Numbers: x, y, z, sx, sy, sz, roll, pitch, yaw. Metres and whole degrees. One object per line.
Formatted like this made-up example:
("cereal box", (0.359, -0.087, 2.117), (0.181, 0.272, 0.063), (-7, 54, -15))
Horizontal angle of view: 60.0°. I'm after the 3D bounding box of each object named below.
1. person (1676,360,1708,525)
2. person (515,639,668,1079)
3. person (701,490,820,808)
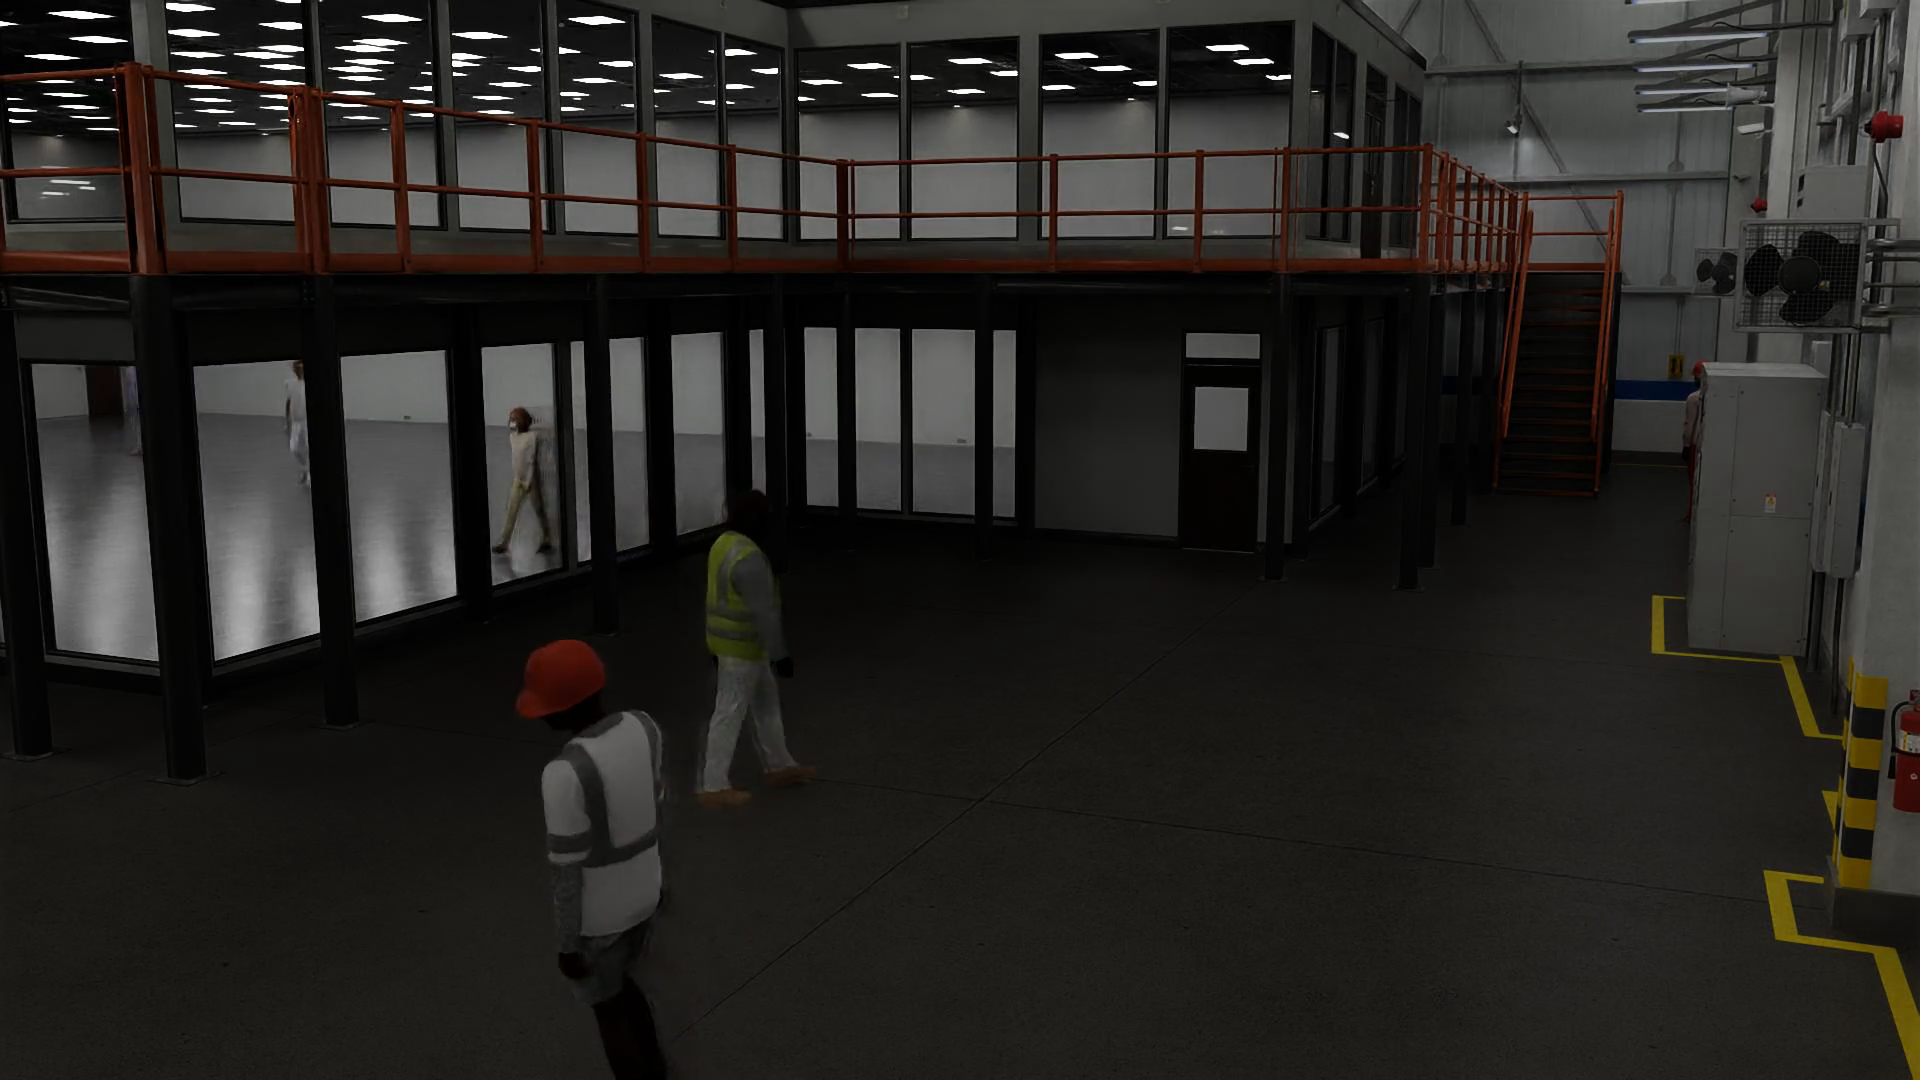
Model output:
("person", (8.914, -1.162, 20.003), (0.611, 1.985, 0.415), (-4, 10, -26))
("person", (-1.244, 1.214, 5.644), (0.473, 1.894, 0.608), (5, 10, 29))
("person", (-1.129, 0.622, 9.545), (0.859, 1.809, 0.648), (-3, 10, -18))
